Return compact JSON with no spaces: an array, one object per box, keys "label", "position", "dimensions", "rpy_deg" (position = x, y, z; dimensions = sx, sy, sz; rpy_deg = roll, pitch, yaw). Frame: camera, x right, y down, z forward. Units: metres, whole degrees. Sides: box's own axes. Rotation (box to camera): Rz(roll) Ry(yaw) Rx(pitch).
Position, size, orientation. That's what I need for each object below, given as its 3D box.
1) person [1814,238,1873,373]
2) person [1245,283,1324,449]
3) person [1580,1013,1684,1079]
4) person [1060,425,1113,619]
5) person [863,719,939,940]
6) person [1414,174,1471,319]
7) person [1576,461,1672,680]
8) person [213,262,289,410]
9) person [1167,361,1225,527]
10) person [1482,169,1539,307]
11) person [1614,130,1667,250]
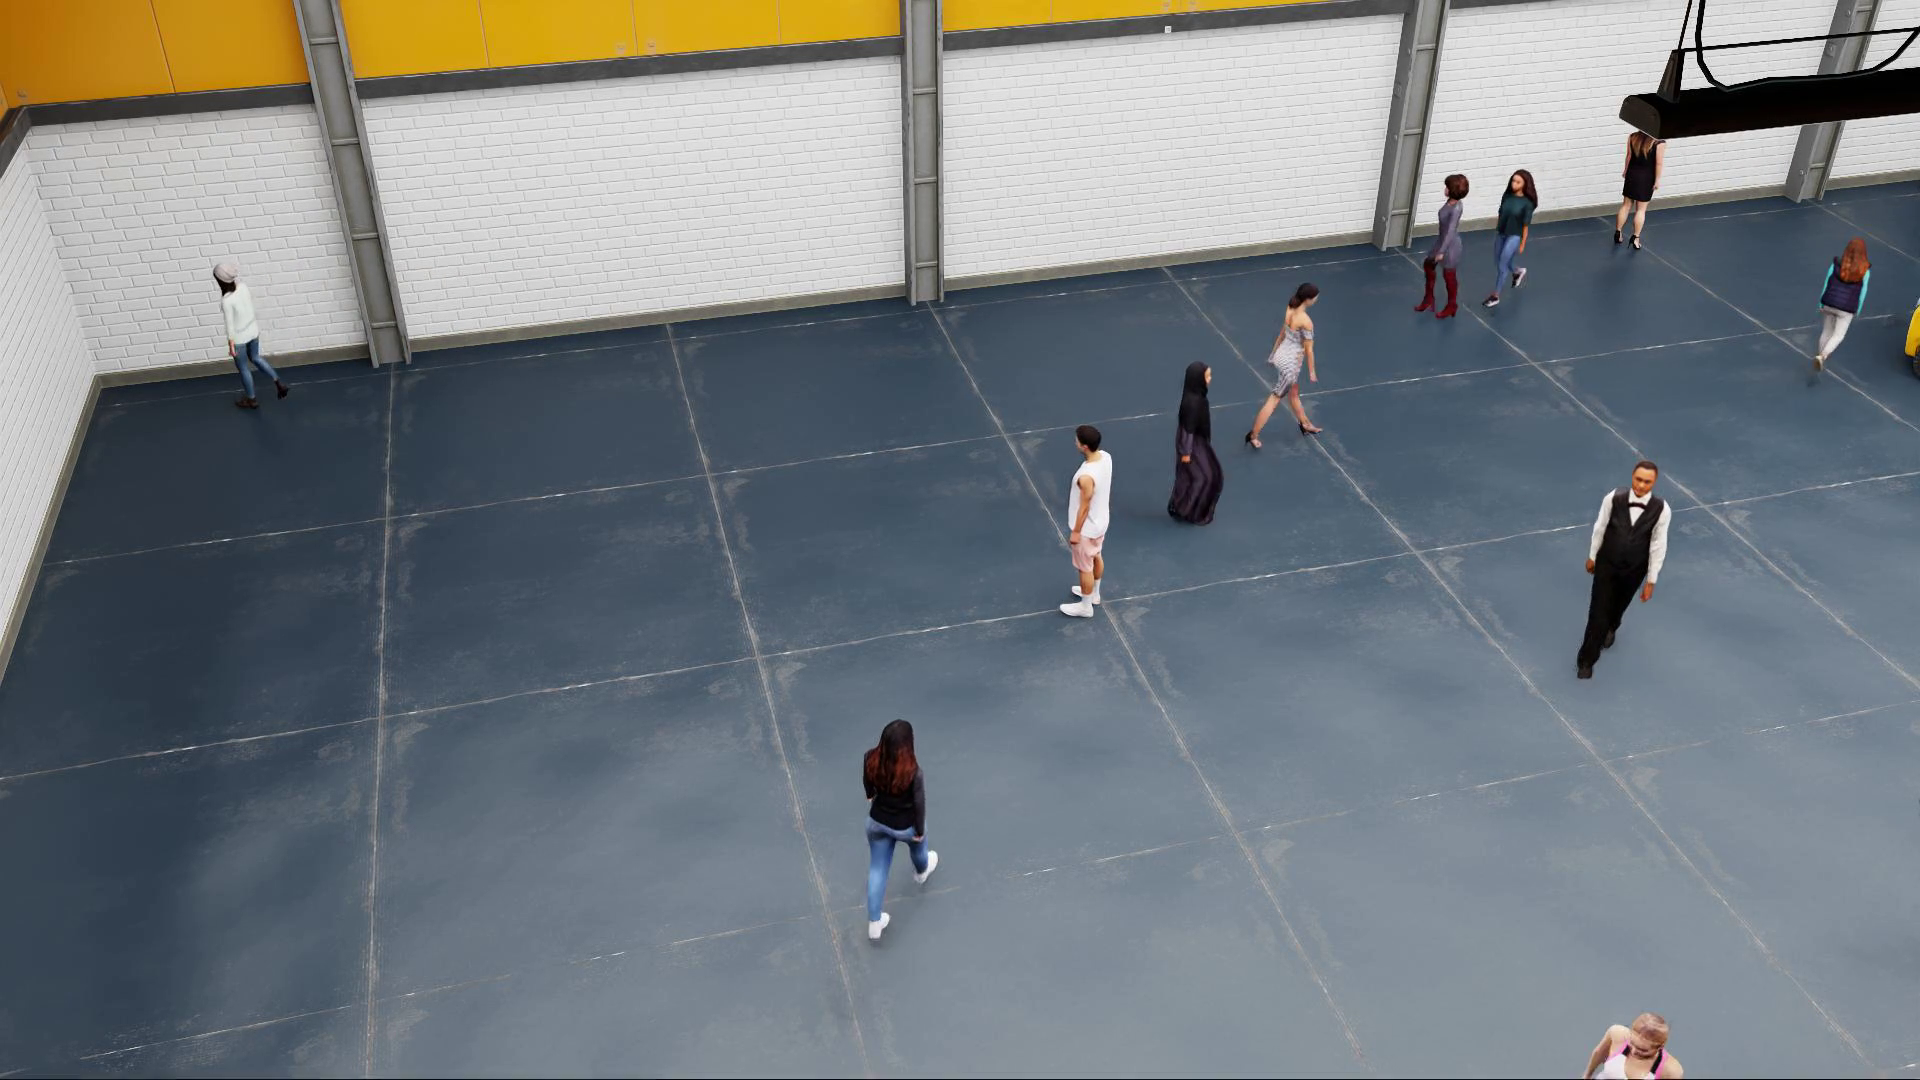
[{"label":"person","position":[9.281,-2.457,17.562],"dimensions":[0.802,1.491,0.917],"rpy_deg":[26,42,34]},{"label":"person","position":[3.076,-1.625,16.058],"dimensions":[1.037,1.771,0.650],"rpy_deg":[-10,35,-15]},{"label":"person","position":[3.631,3.058,9.043],"dimensions":[1.170,1.736,1.010],"rpy_deg":[-28,43,-35]},{"label":"person","position":[1.084,-0.157,13.838],"dimensions":[0.775,1.782,0.730],"rpy_deg":[15,36,21]},{"label":"person","position":[-0.461,1.907,10.906],"dimensions":[1.138,1.591,1.126],"rpy_deg":[13,36,19]},{"label":"person","position":[5.537,-3.263,18.594],"dimensions":[0.787,1.691,0.722],"rpy_deg":[2,34,3]},{"label":"person","position":[5.314,0.162,13.287],"dimensions":[1.309,1.861,1.301],"rpy_deg":[14,36,21]},{"label":"person","position":[-7.206,-2.074,16.850],"dimensions":[0.939,1.641,0.829],"rpy_deg":[8,34,12]},{"label":"person","position":[2.051,-0.906,15.122],"dimensions":[0.845,1.609,0.764],"rpy_deg":[6,34,9]},{"label":"person","position":[6.331,-3.472,18.987],"dimensions":[1.001,1.604,0.771],"rpy_deg":[-20,39,-27]},{"label":"person","position":[8.289,-4.390,20.265],"dimensions":[0.746,1.718,0.746],"rpy_deg":[-24,41,-32]}]
